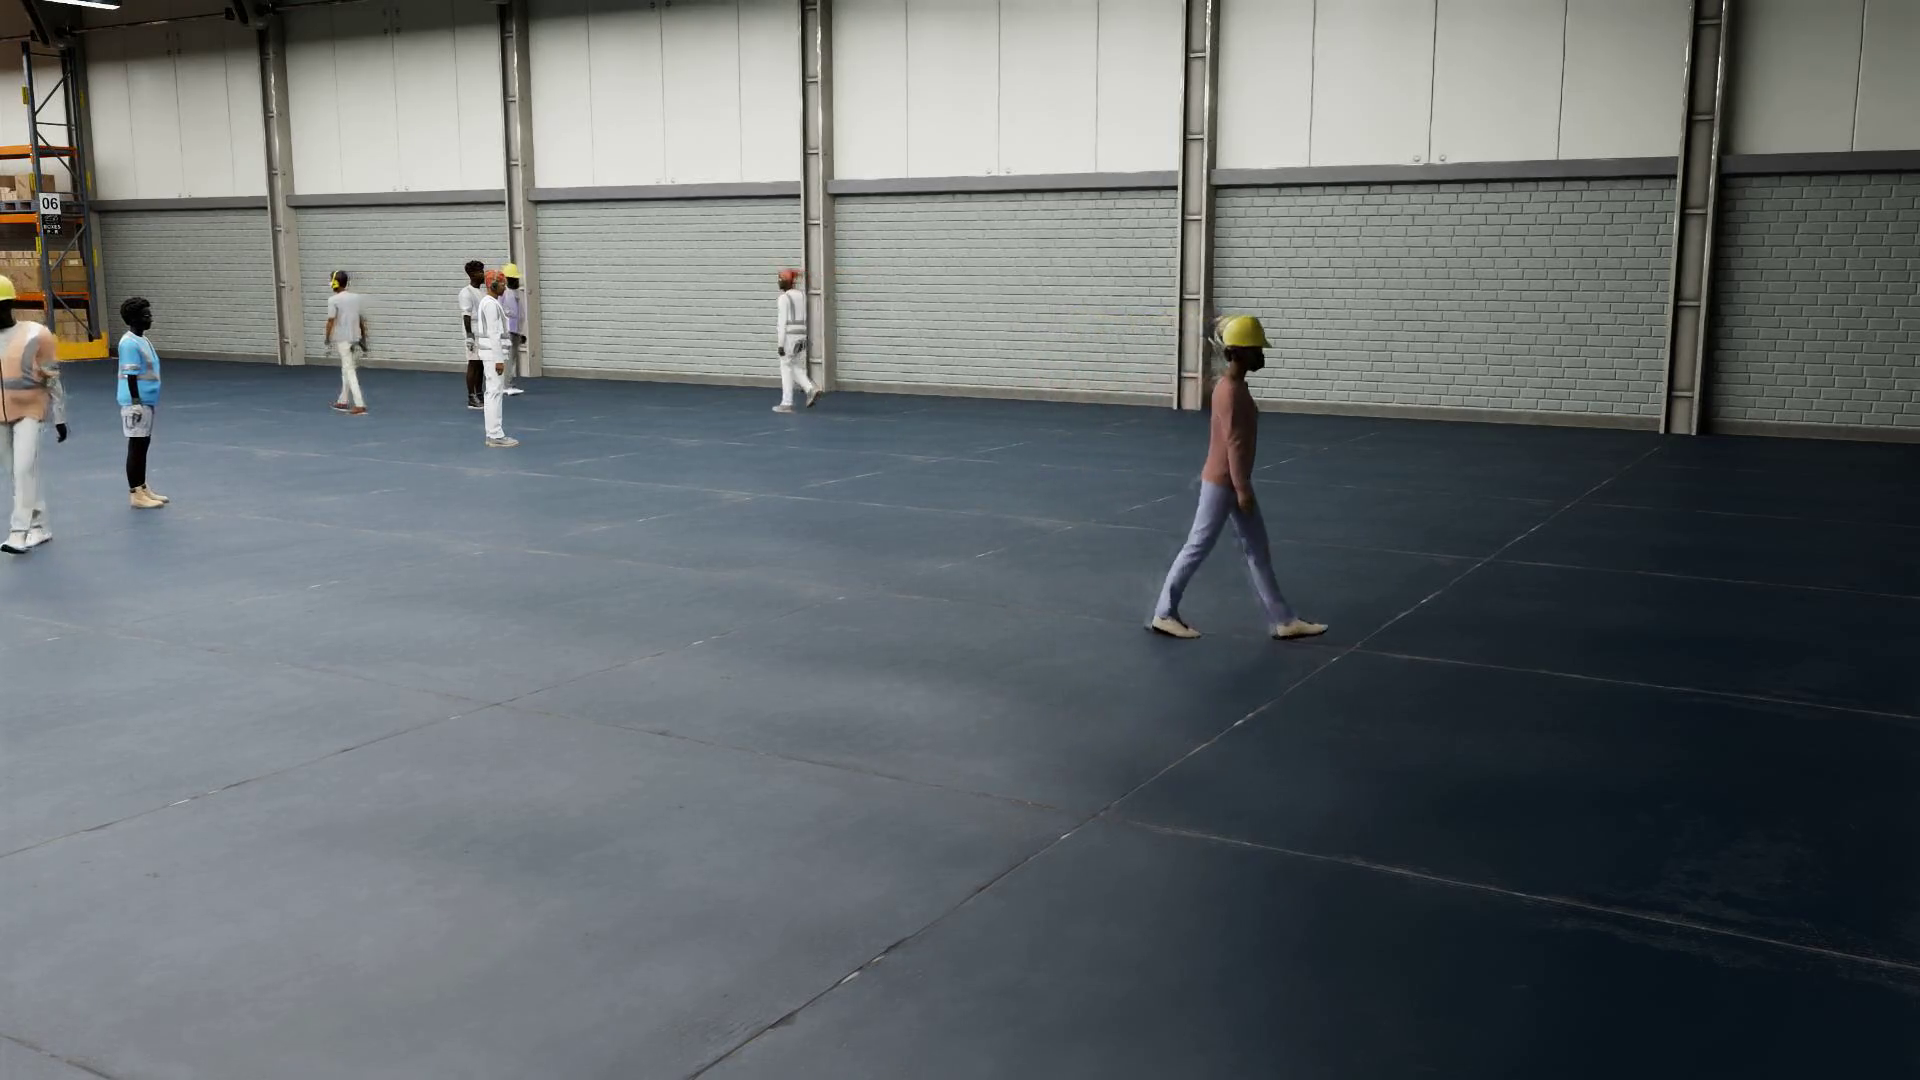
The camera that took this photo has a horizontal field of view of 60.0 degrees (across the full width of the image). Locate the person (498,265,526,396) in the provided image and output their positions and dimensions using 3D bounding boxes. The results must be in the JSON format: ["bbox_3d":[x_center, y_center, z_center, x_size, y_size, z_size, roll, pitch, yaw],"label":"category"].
[{"bbox_3d":[-6.568,-3.060,24.306,0.523,1.898,0.635,4,10,22],"label":"person"}]

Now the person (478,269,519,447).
[{"bbox_3d":[-4.942,-1.933,17.711,0.356,1.886,0.572,-4,10,-22],"label":"person"}]

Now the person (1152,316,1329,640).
[{"bbox_3d":[1.444,-0.306,8.673,0.935,1.708,0.539,3,10,16],"label":"person"}]

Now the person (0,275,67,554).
[{"bbox_3d":[-6.480,-0.838,11.270,0.619,1.885,0.910,0,10,-3],"label":"person"}]

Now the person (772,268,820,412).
[{"bbox_3d":[-2.158,-2.575,21.509,0.540,1.871,0.603,4,10,22],"label":"person"}]

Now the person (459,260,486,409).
[{"bbox_3d":[-6.423,-2.728,22.140,0.361,1.959,0.613,1,10,6],"label":"person"}]

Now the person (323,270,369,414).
[{"bbox_3d":[-7.992,-2.541,21.446,0.871,1.831,0.532,5,11,26],"label":"person"}]

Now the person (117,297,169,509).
[{"bbox_3d":[-6.603,-1.103,13.405,0.321,1.695,0.537,-3,10,-15],"label":"person"}]
